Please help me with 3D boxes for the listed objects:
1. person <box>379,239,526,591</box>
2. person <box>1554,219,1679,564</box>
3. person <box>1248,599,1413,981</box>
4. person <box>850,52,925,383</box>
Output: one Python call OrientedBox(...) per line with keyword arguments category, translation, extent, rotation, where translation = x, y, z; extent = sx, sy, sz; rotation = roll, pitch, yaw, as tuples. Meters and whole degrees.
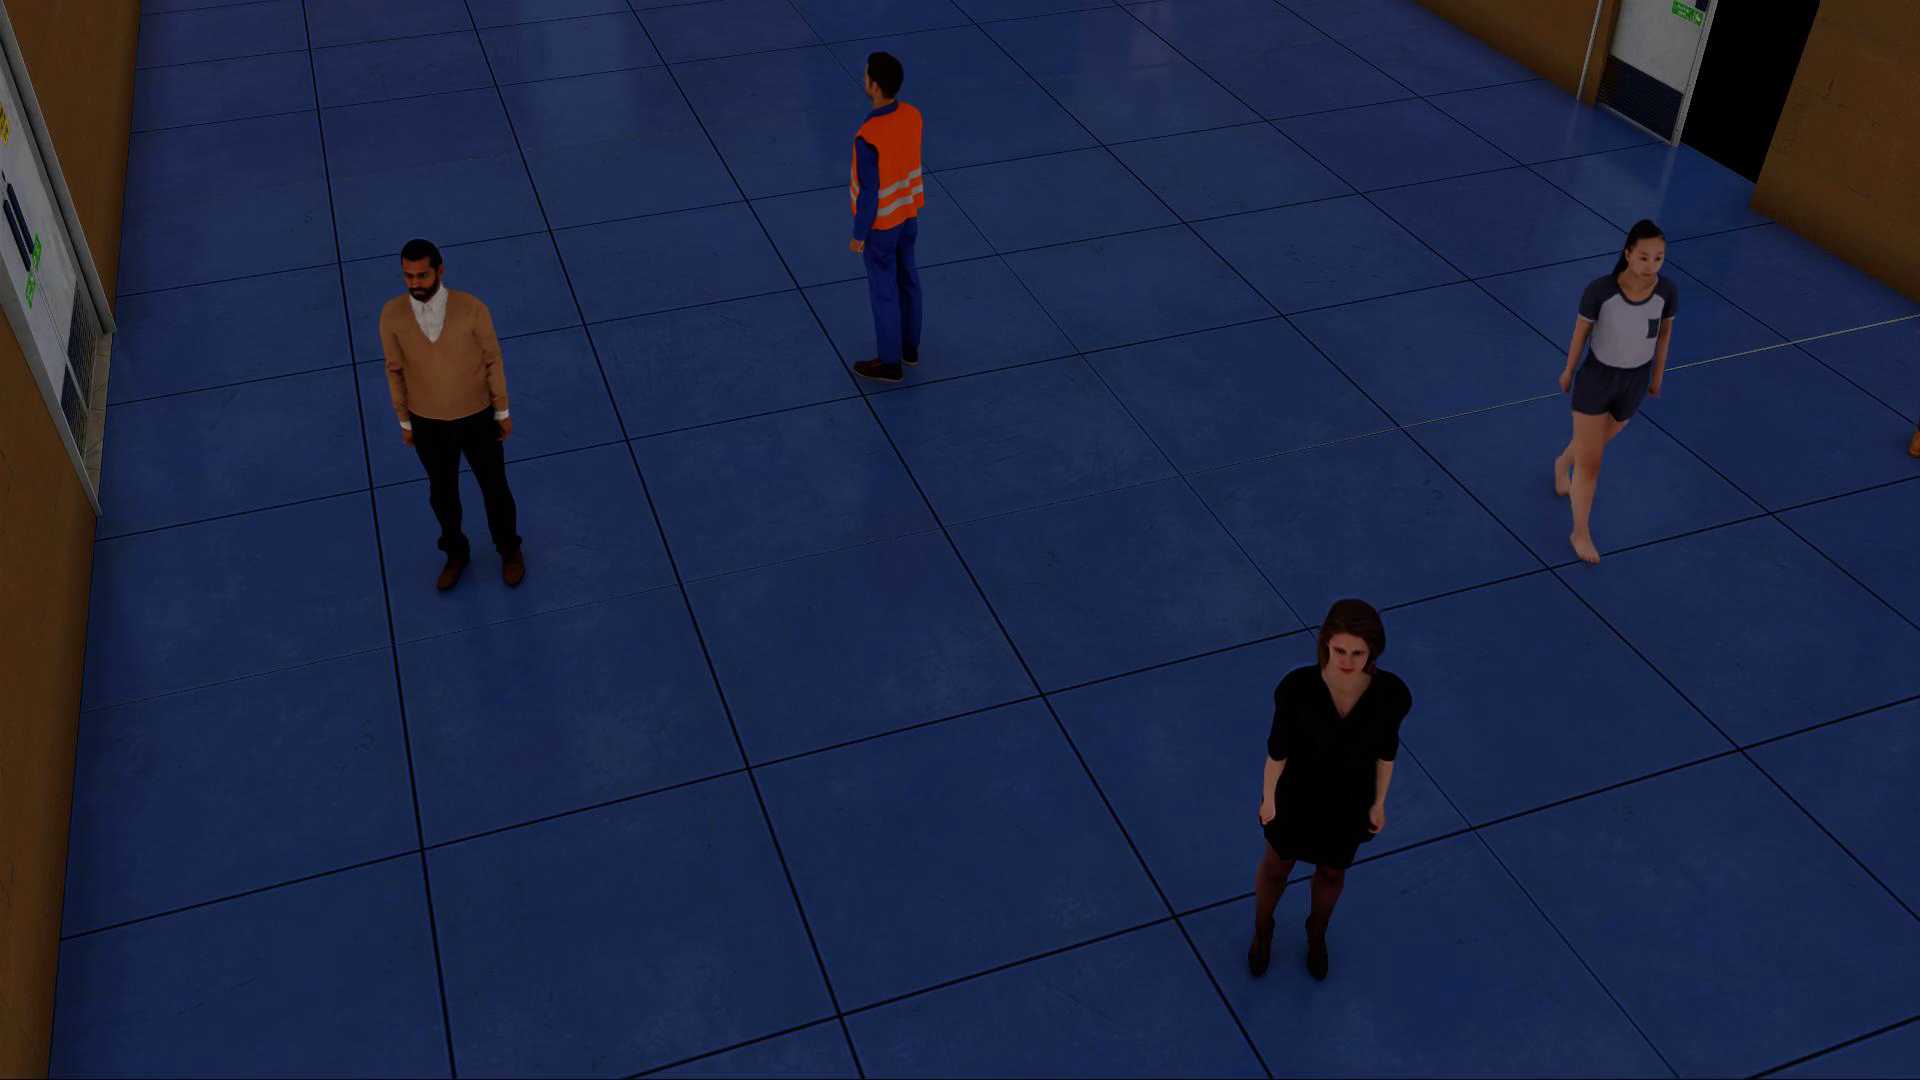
OrientedBox(category="person", translation=(-2.296, -0.566, 7.557), extent=(0.587, 1.754, 0.771), rotation=(-5, 37, -6))
OrientedBox(category="person", translation=(3.069, -0.770, 7.946), extent=(1.023, 1.615, 0.847), rotation=(-2, 37, -3))
OrientedBox(category="person", translation=(1.230, 0.877, 5.661), extent=(0.575, 1.705, 0.714), rotation=(3, 37, 4))
OrientedBox(category="person", translation=(-0.393, -1.739, 9.028), extent=(0.840, 1.864, 0.761), rotation=(19, 41, 24))
